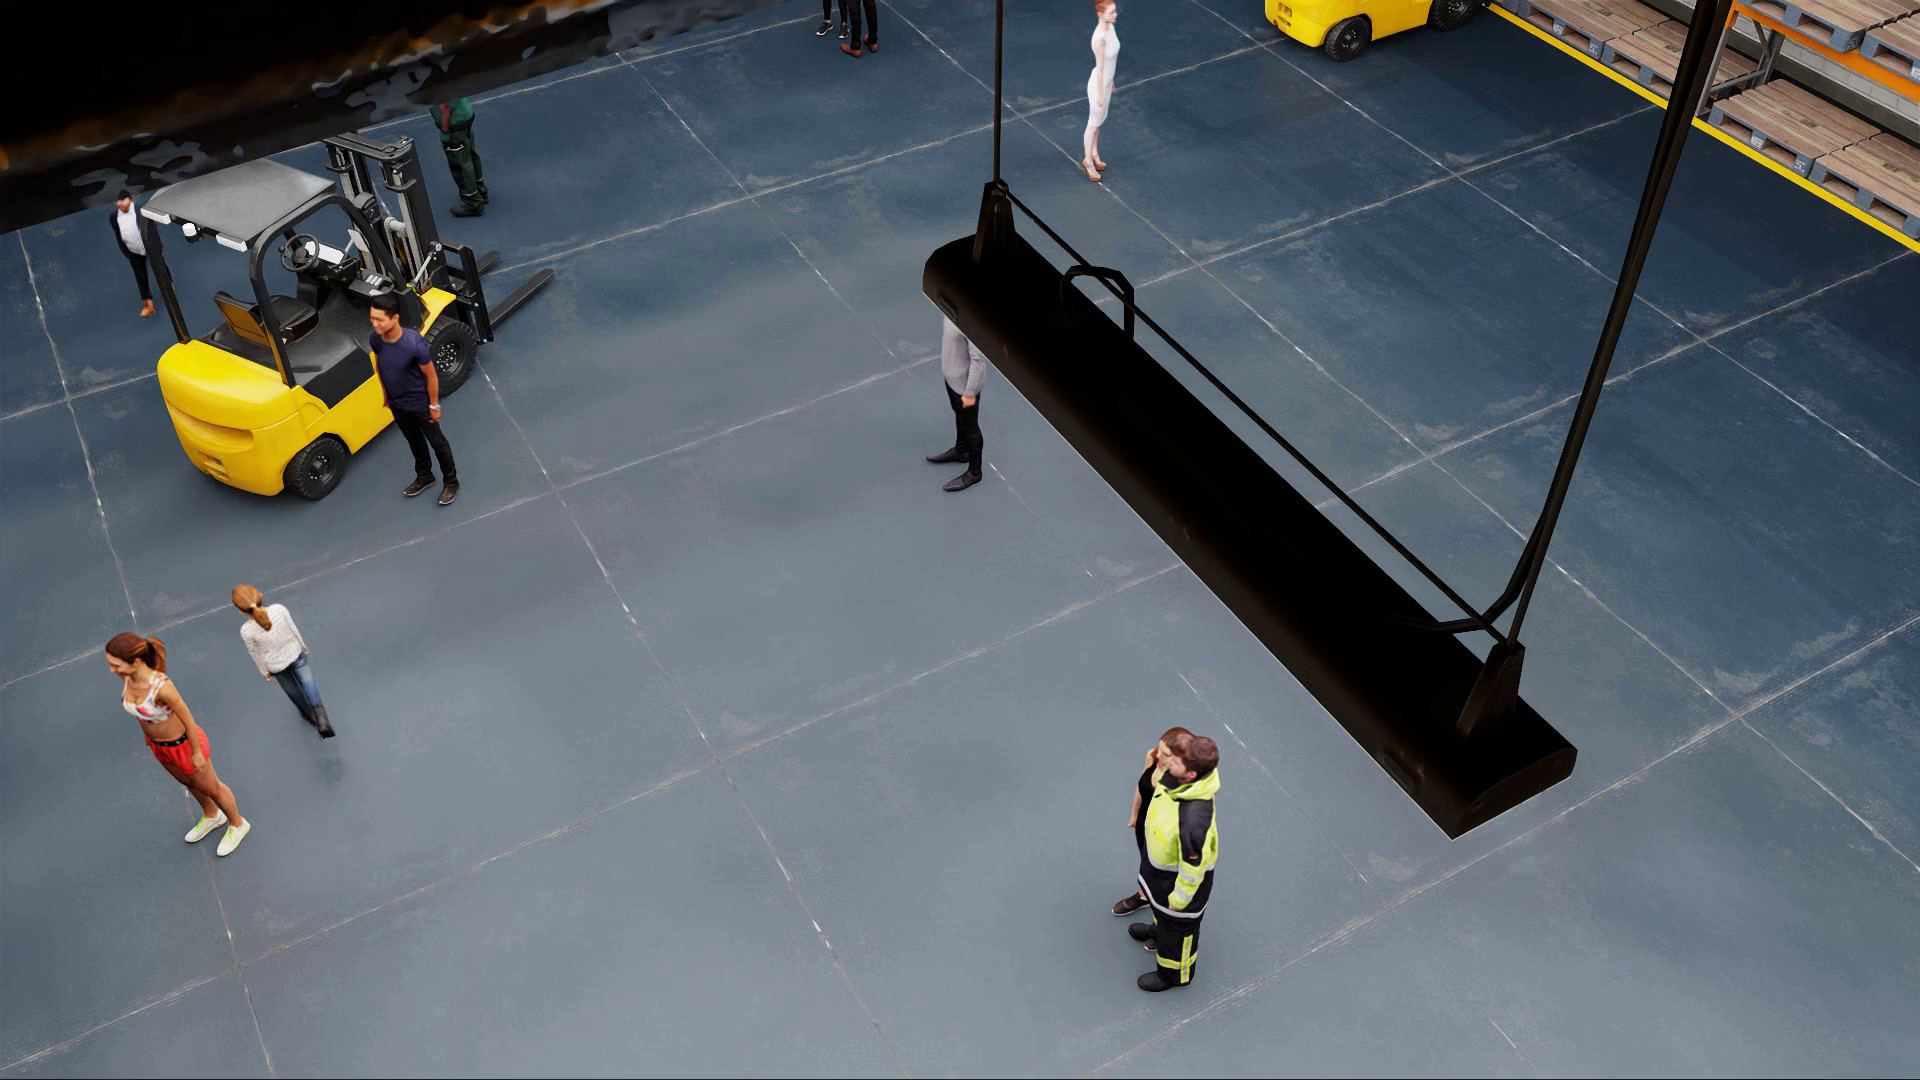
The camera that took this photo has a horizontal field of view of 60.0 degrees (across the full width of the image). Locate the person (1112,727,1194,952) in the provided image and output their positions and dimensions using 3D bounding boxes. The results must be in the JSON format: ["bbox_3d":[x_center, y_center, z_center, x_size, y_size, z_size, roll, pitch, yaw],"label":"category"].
[{"bbox_3d":[1.132,1.615,9.188,0.640,1.726,0.455,-25,49,-24],"label":"person"}]

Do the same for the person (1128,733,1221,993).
[{"bbox_3d":[1.180,1.710,8.903,0.927,1.983,0.781,-2,44,-2],"label":"person"}]

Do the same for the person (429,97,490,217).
[{"bbox_3d":[-4.483,-3.729,14.716,0.844,1.839,0.739,3,44,3],"label":"person"}]

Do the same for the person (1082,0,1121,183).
[{"bbox_3d":[1.274,-4.130,15.170,0.668,1.793,0.621,13,45,13],"label":"person"}]

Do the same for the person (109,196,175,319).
[{"bbox_3d":[-6.818,-2.502,13.891,0.698,1.200,0.876,-5,44,-5],"label":"person"}]

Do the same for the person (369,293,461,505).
[{"bbox_3d":[-3.921,-1.026,11.911,0.686,1.793,0.774,15,46,15],"label":"person"}]

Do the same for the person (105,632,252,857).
[{"bbox_3d":[-4.522,1.167,9.613,0.635,1.789,0.732,20,47,20],"label":"person"}]

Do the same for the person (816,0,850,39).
[{"bbox_3d":[-1.328,-6.043,17.288,0.633,1.642,0.697,11,45,12],"label":"person"}]

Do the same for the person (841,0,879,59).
[{"bbox_3d":[-1.033,-5.839,16.899,0.716,1.884,0.579,-27,50,-25],"label":"person"}]

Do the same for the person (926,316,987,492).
[{"bbox_3d":[0.038,-1.216,12.017,0.843,1.923,0.641,-13,45,-13],"label":"person"}]

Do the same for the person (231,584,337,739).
[{"bbox_3d":[-4.189,0.789,10.364,0.557,1.300,0.788,-27,50,-26],"label":"person"}]
